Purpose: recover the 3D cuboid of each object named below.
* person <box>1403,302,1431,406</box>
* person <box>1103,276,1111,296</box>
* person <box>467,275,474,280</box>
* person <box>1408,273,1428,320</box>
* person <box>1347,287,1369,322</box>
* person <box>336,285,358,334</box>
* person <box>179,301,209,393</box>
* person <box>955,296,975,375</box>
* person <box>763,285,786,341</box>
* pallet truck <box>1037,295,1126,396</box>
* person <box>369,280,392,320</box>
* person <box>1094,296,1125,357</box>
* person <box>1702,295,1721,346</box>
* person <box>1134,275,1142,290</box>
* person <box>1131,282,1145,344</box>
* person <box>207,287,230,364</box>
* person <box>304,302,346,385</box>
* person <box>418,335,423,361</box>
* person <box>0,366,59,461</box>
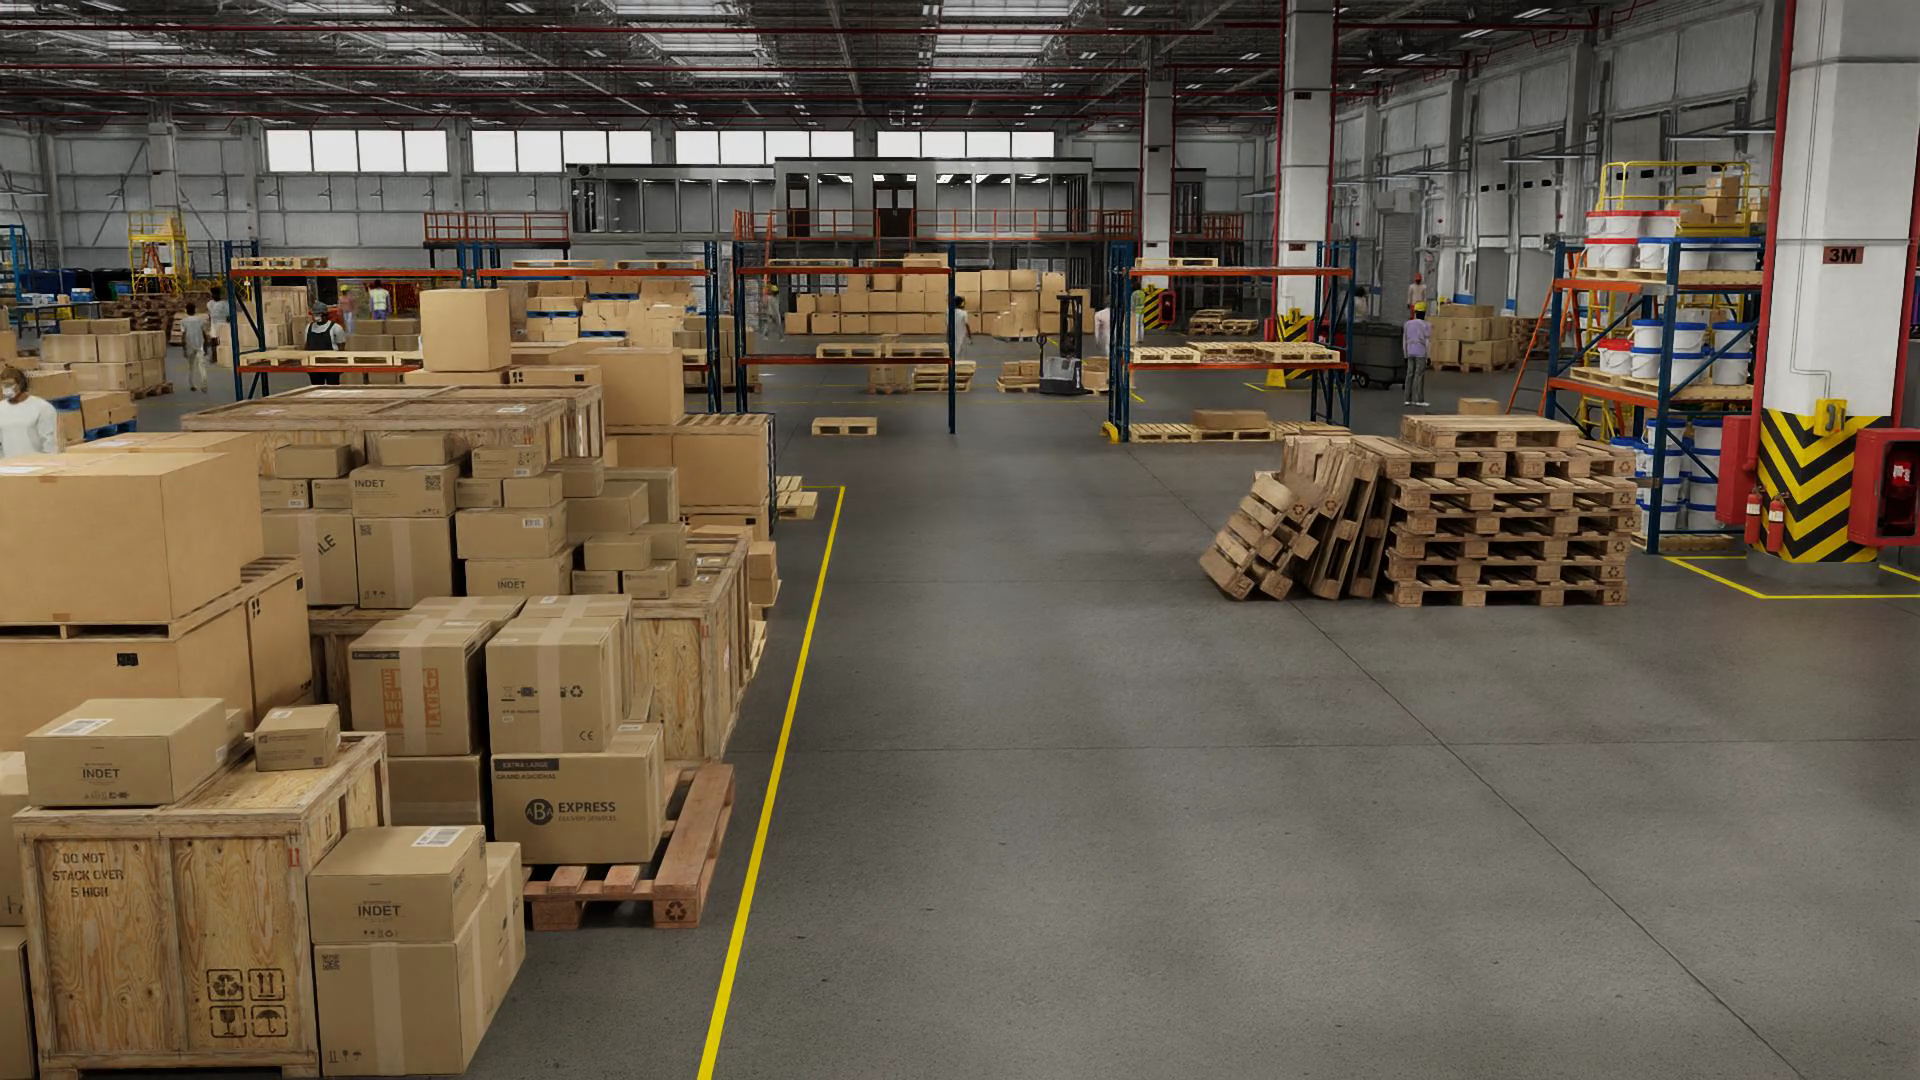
[{"bbox_3d":[8.471,-3.438,30.785,0.370,1.928,0.585,-8,13,-38],"label":"person"},{"bbox_3d":[6.261,-10.592,70.764,0.346,1.882,0.584,-3,11,-15],"label":"person"},{"bbox_3d":[-20.313,-10.212,68.873,0.522,1.818,0.555,0,10,1],"label":"person"},{"bbox_3d":[15.252,-7.884,55.412,0.631,1.970,0.614,2,10,9],"label":"person"},{"bbox_3d":[11.054,-6.076,45.852,0.651,1.790,0.952,-9,13,-41],"label":"person"},{"bbox_3d":[-18.685,-6.902,50.681,0.554,1.709,0.916,3,11,14],"label":"person"},{"bbox_3d":[-15.436,-3.892,33.578,0.522,1.843,0.833,-6,12,-32],"label":"person"},{"bbox_3d":[0.001,-4.533,37.211,0.997,1.822,0.543,-10,14,-44],"label":"person"},{"bbox_3d":[-5.738,-6.961,51.032,0.868,1.706,0.496,8,13,39],"label":"person"},{"bbox_3d":[2.483,-3.881,33.060,1.885,1.965,0.823,-7,13,-36],"label":"pallet truck"},{"bbox_3d":[-17.825,-7.059,51.170,0.627,1.847,1.052,-4,11,-19],"label":"person"},{"bbox_3d":[3.175,-4.186,35.106,0.636,1.894,0.954,-3,11,-16],"label":"person"},{"bbox_3d":[15.913,-4.242,35.266,0.369,1.928,0.585,10,14,43],"label":"person"},{"bbox_3d":[6.570,-8.890,61.203,0.435,1.912,0.559,6,12,28],"label":"person"},{"bbox_3d":[5.285,-6.782,49.697,0.431,1.835,0.624,8,13,37],"label":"person"},{"bbox_3d":[-18.489,-5.372,41.581,0.615,1.926,0.982,1,10,7],"label":"person"},{"bbox_3d":[-10.676,-2.970,27.866,0.689,2.000,0.537,1,10,6],"label":"person"},{"bbox_3d":[-8.326,-2.651,26.523,0.583,1.882,0.337,2,10,11],"label":"person"},{"bbox_3d":[-8.560,-0.650,15.302,0.630,1.915,0.895,-1,10,-5],"label":"person"}]
